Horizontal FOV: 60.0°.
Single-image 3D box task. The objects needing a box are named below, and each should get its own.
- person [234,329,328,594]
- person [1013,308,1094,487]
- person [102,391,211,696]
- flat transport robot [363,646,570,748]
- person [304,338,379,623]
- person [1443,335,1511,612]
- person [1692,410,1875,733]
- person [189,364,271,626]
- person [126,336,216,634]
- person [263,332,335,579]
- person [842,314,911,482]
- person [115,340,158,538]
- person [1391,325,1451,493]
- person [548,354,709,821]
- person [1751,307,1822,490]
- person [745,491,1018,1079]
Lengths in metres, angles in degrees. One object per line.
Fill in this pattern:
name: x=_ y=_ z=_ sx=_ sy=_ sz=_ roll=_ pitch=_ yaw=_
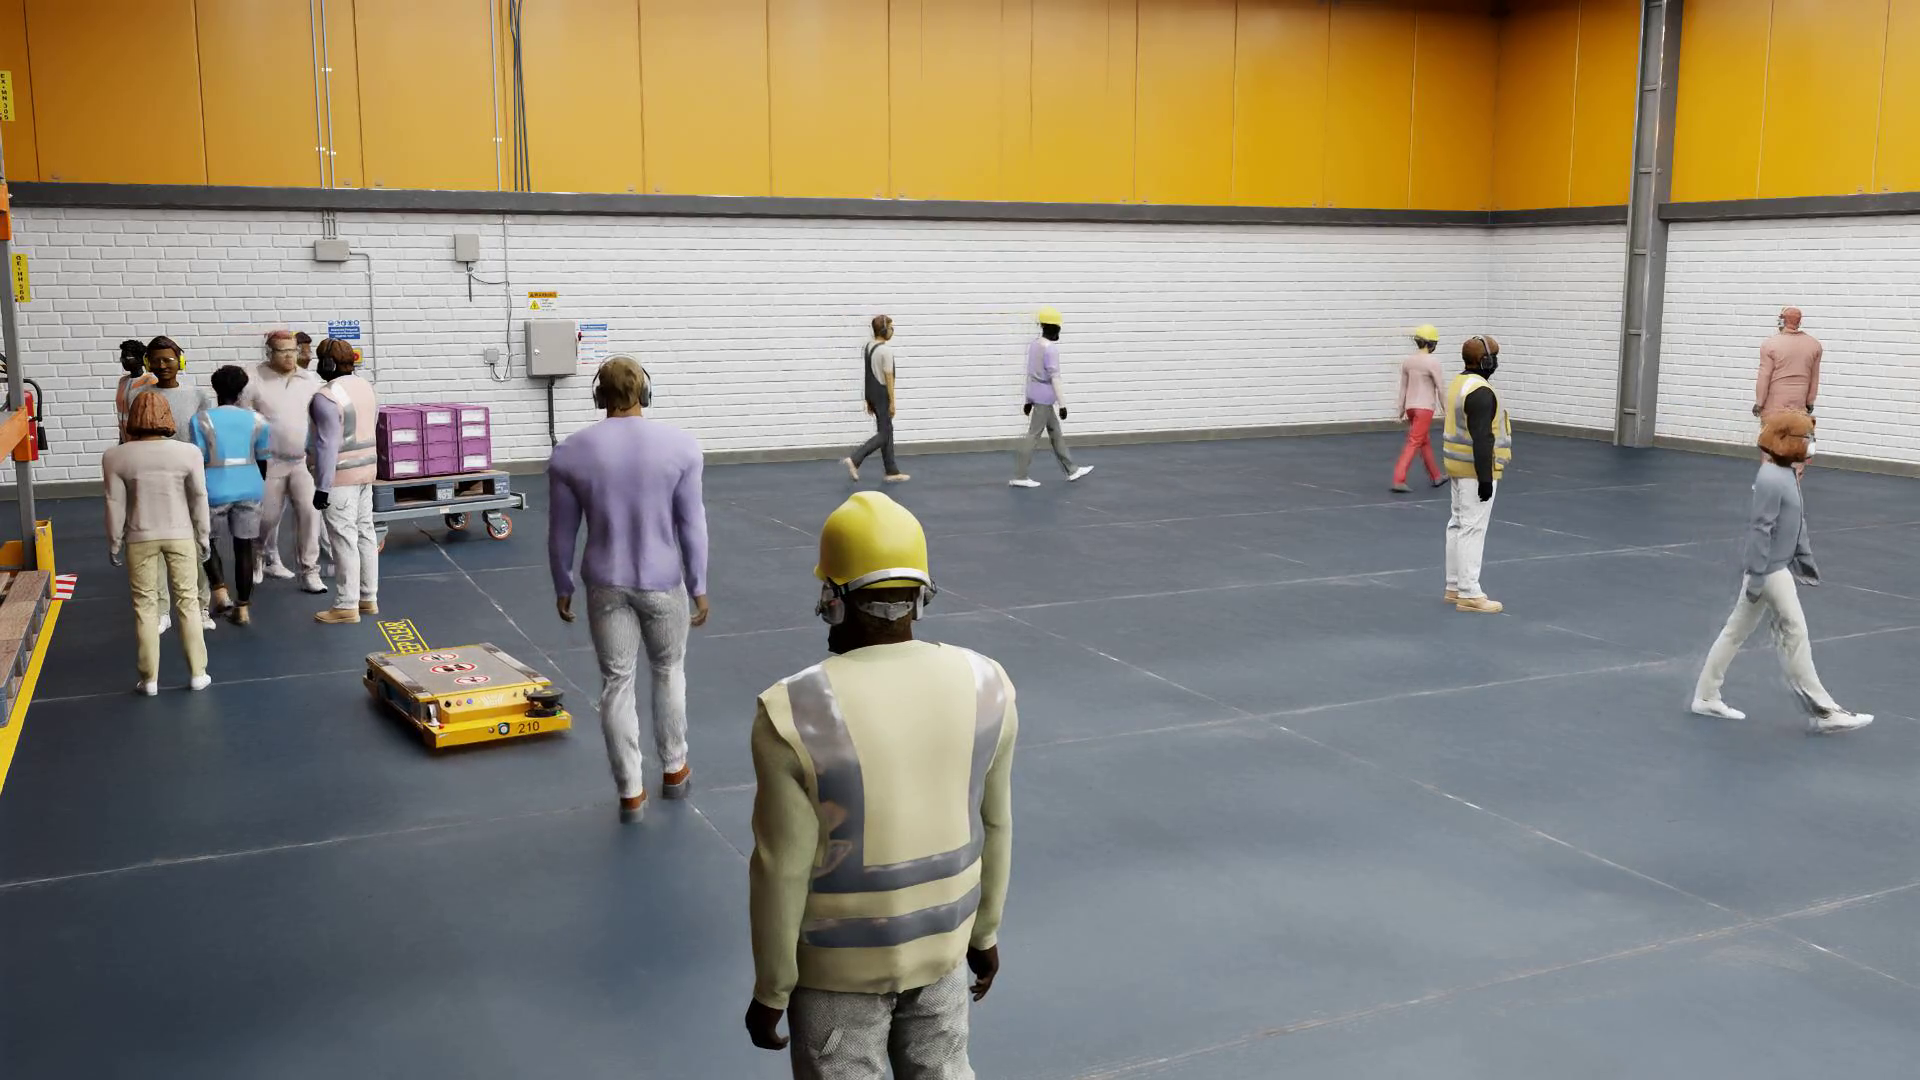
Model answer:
person: x=-4.845 y=-0.568 z=11.843 sx=0.658 sy=1.870 sz=0.897 roll=-9 pitch=13 yaw=-44
person: x=0.990 y=-1.493 z=17.519 sx=0.979 sy=1.878 sz=0.614 roll=-3 pitch=9 yaw=-15
person: x=-4.298 y=0.018 z=8.934 sx=0.508 sy=1.632 sz=0.265 roll=-5 pitch=10 yaw=-27
flat transport robot: x=-2.558 y=0.764 z=8.521 sx=0.652 sy=0.197 sz=1.431 roll=-6 pitch=11 yaw=-32
person: x=-4.011 y=-0.385 z=10.790 sx=0.429 sy=1.844 sz=0.627 roll=1 pitch=9 yaw=8
person: x=3.467 y=-0.447 z=11.165 sx=0.429 sy=1.845 sz=0.633 roll=0 pitch=9 yaw=2
person: x=4.084 y=0.153 z=8.216 sx=0.847 sy=1.585 sz=0.518 roll=6 pitch=11 yaw=31
person: x=-4.676 y=-0.283 z=10.652 sx=0.536 sy=1.676 sz=0.378 roll=-8 pitch=12 yaw=-42
person: x=-4.940 y=-0.340 z=10.456 sx=0.514 sy=1.861 sz=0.328 roll=-4 pitch=10 yaw=-24
person: x=-4.803 y=-0.598 z=12.159 sx=0.933 sy=1.822 sz=0.528 roll=3 pitch=10 yaw=19
person: x=-0.896 y=-1.488 z=17.710 sx=0.771 sy=1.822 sz=0.513 roll=-5 pitch=10 yaw=-29
person: x=-6.946 y=-0.846 z=14.100 sx=0.535 sy=1.697 sz=0.318 roll=5 pitch=10 yaw=28
person: x=4.794 y=-1.348 z=17.162 sx=0.943 sy=1.715 sz=0.528 roll=-4 pitch=10 yaw=-26
person: x=-1.389 y=0.176 z=7.041 sx=0.661 sy=1.921 sz=0.721 roll=-1 pitch=9 yaw=-6
person: x=8.490 y=-1.441 z=17.141 sx=0.651 sy=1.905 sz=0.409 roll=-1 pitch=9 yaw=-4
person: x=-0.170 y=0.813 z=3.384 sx=0.600 sy=1.831 sz=0.404 roll=-6 pitch=11 yaw=-33
